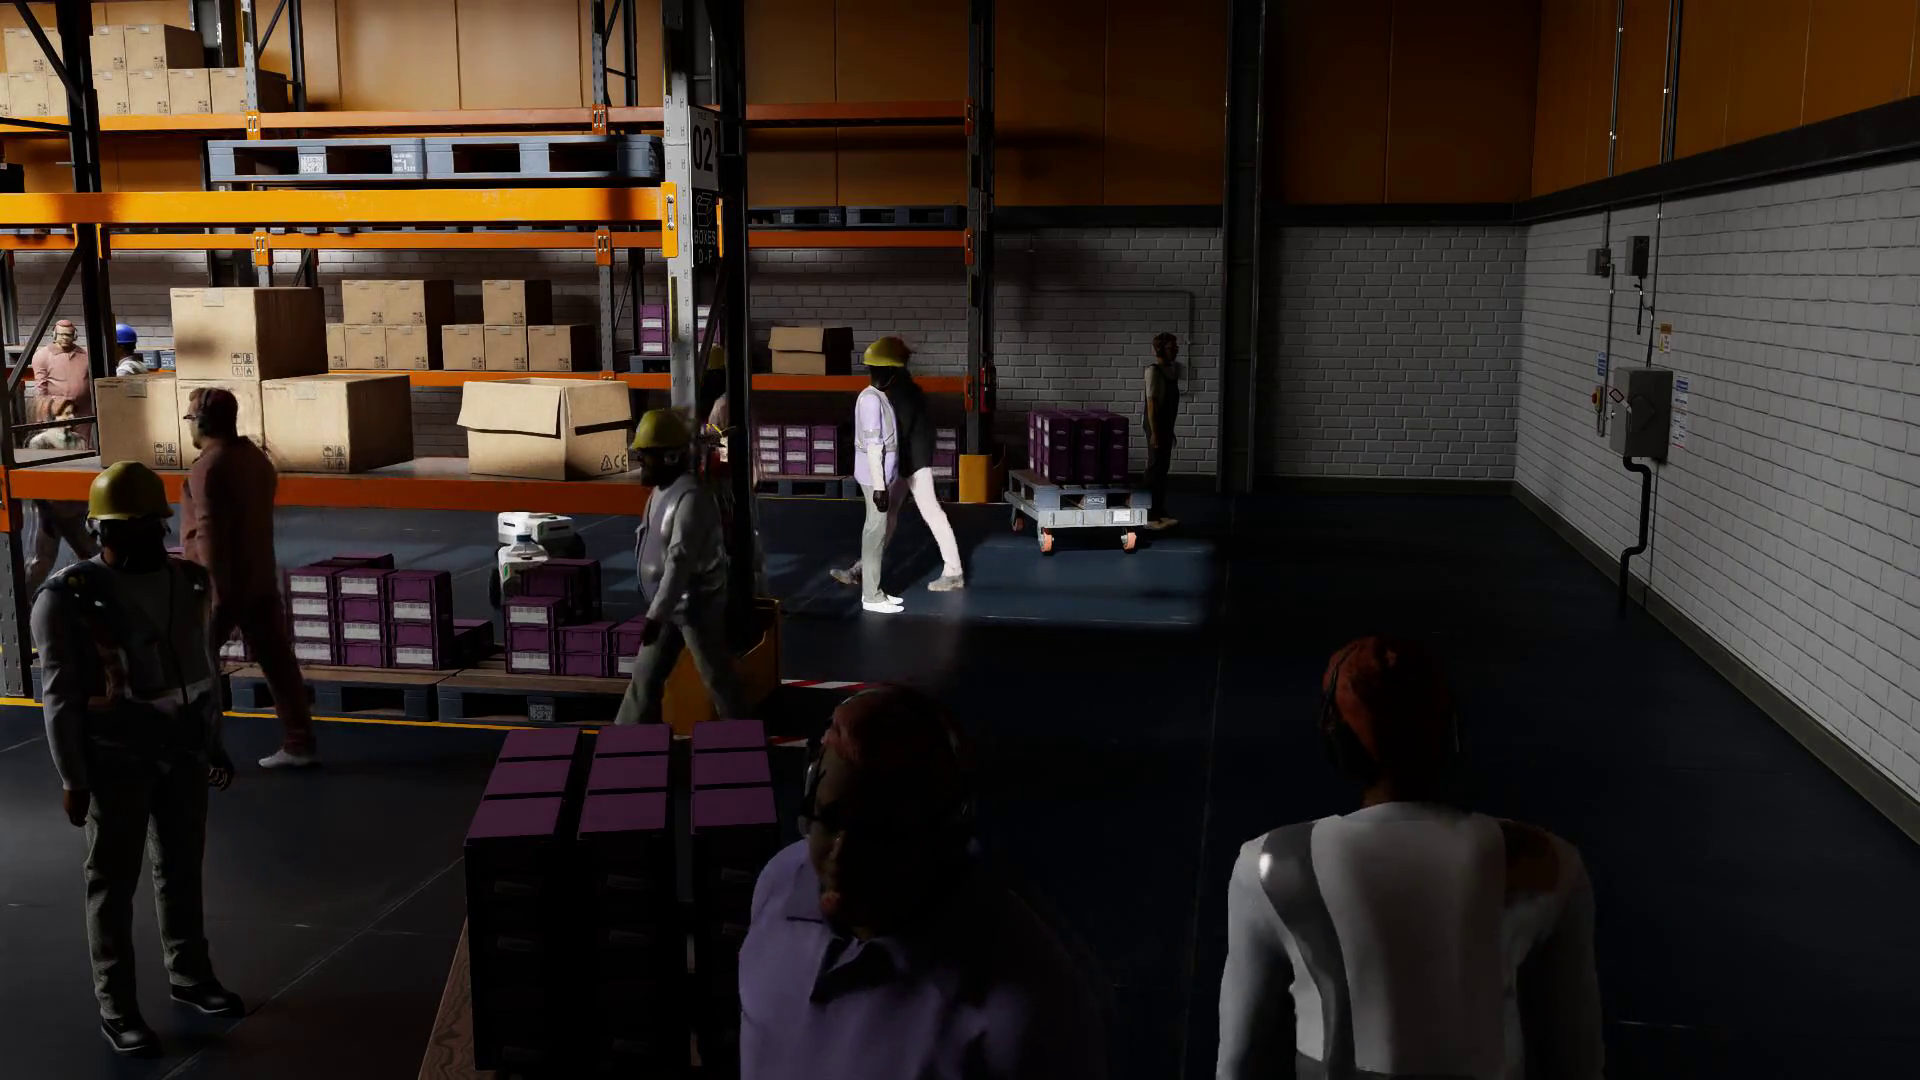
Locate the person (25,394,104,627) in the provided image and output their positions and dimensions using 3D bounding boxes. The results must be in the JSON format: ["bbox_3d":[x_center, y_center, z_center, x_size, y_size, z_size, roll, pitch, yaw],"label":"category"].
[{"bbox_3d":[-6.073,-0.185,11.206,0.841,1.605,0.525,2,9,15],"label":"person"}]

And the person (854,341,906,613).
[{"bbox_3d":[-0.566,-0.450,11.826,0.366,1.926,0.592,0,9,-2],"label":"person"}]

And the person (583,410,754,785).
[{"bbox_3d":[-1.330,0.299,7.627,0.949,1.775,0.597,-5,11,-30],"label":"person"}]

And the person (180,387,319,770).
[{"bbox_3d":[-3.571,0.205,7.963,0.985,1.853,0.678,1,9,6],"label":"person"}]

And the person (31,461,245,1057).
[{"bbox_3d":[-2.546,0.663,5.212,0.404,1.833,0.590,5,10,28],"label":"person"}]

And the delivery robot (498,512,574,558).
[{"bbox_3d":[-3.478,-0.102,13.624,0.707,0.478,0.477,9,13,44],"label":"delivery robot"}]

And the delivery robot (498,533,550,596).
[{"bbox_3d":[-3.089,0.191,11.803,0.477,0.478,0.707,-3,10,-18],"label":"delivery robot"}]

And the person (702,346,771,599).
[{"bbox_3d":[-1.683,-0.406,11.644,0.758,1.894,0.598,0,9,0],"label":"person"}]

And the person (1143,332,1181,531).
[{"bbox_3d":[1.898,-1.017,15.601,0.345,1.847,0.504,4,10,26],"label":"person"}]

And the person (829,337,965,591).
[{"bbox_3d":[-0.433,-0.548,12.463,1.051,1.927,0.629,-2,9,-13],"label":"person"}]

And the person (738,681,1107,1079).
[{"bbox_3d":[-0.129,1.108,2.296,0.581,1.880,0.674,-9,13,-44],"label":"person"}]

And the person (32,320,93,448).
[{"bbox_3d":[-9.439,-1.373,17.637,0.404,1.903,0.636,6,11,35],"label":"person"}]

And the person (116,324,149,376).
[{"bbox_3d":[-7.449,-0.965,14.958,0.394,1.945,0.618,-2,9,-15],"label":"person"}]

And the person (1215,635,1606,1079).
[{"bbox_3d":[0.717,1.071,2.733,0.588,1.810,0.995,1,9,5],"label":"person"}]
